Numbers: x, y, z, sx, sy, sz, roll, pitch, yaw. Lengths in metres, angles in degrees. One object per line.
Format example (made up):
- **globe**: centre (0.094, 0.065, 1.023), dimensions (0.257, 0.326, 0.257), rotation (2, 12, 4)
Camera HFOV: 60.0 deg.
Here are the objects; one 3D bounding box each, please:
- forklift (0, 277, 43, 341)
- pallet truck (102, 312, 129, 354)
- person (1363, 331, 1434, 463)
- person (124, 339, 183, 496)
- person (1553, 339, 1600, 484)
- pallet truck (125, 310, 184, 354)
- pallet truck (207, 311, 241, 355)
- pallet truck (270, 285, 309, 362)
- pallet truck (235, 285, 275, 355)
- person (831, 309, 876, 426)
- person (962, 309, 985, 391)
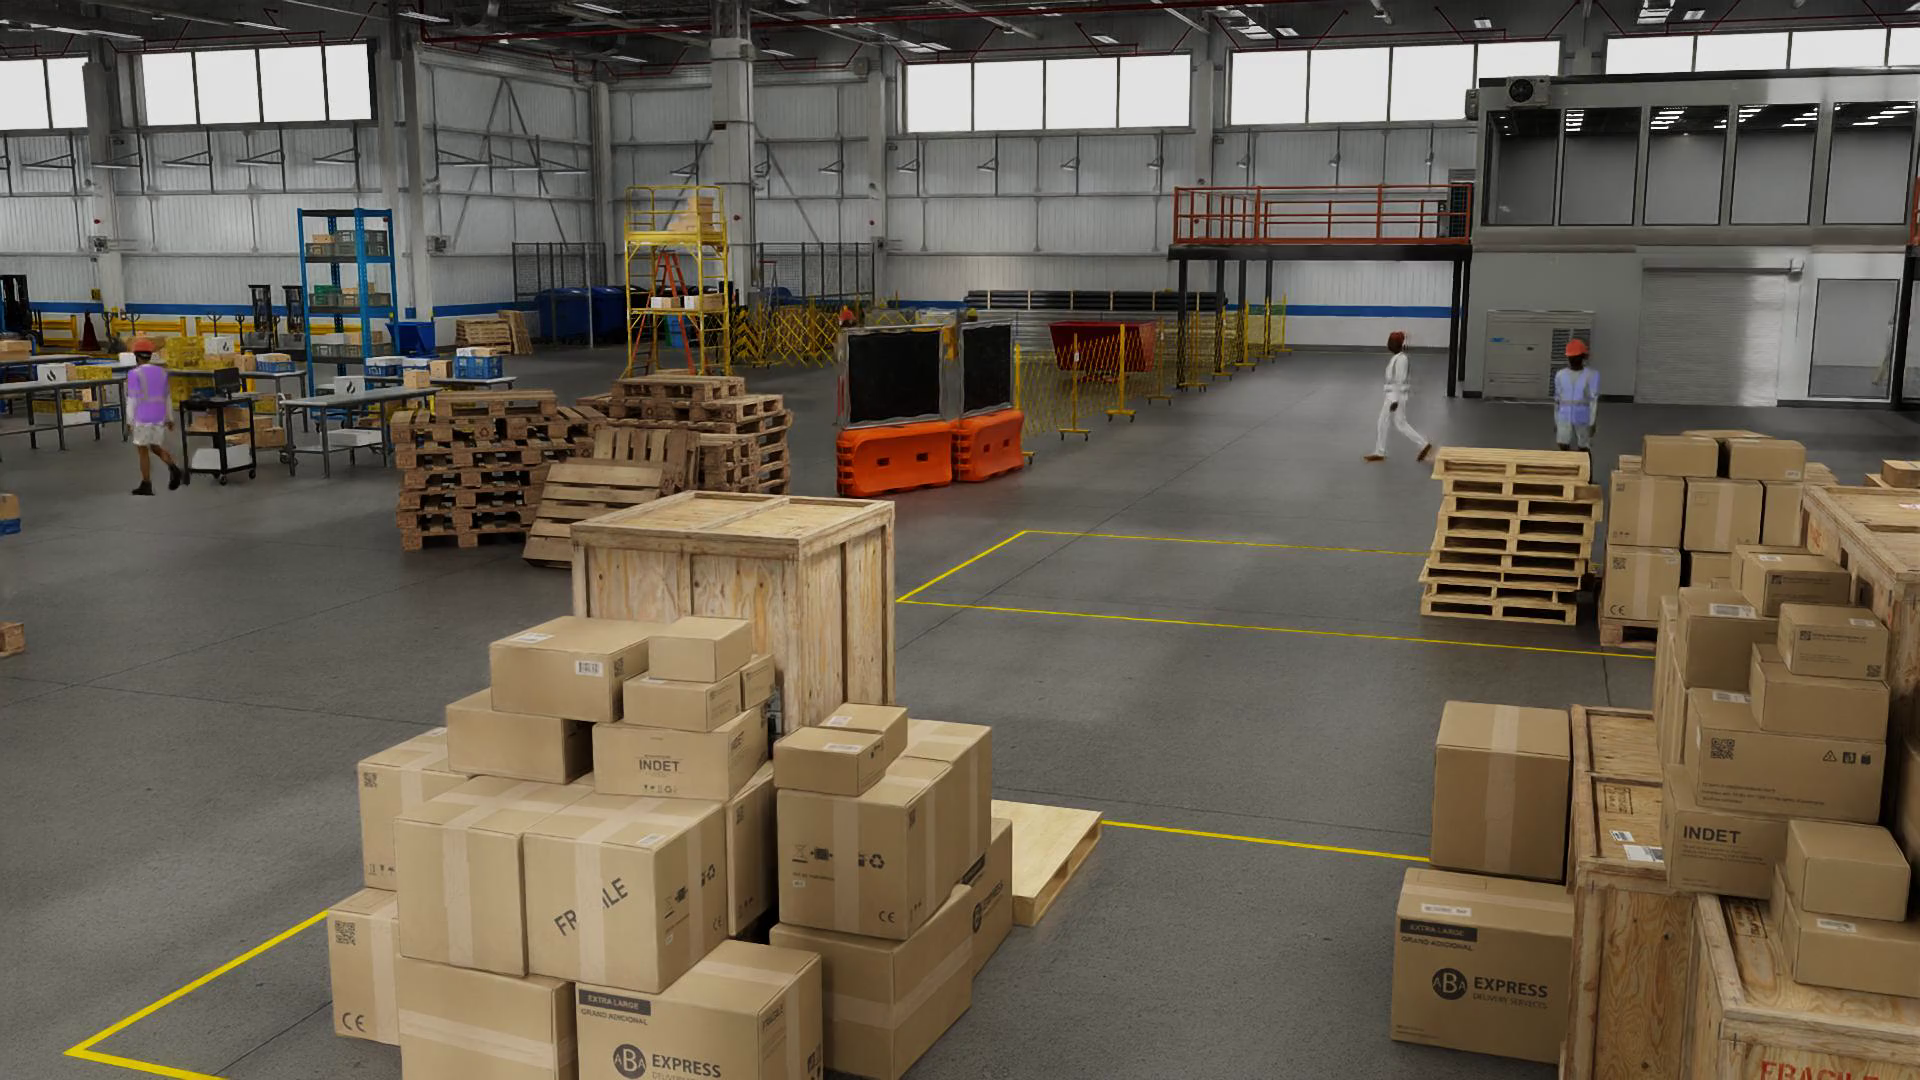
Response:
- **forklift**: centre (-27.151, -6.329, 46.328), dimensions (1.157, 1.987, 2.680), rotation (3, 11, 17)
- **pallet truck**: centre (-23.057, -5.777, 46.261), dimensions (0.680, 1.201, 1.601), rotation (3, 11, 19)
- **person**: centre (6.136, -1.978, 23.121), dimensions (0.875, 1.855, 0.576), rotation (0, 10, 0)
- **person**: centre (-9.801, -1.476, 20.153), dimensions (0.597, 1.908, 0.647), rotation (4, 11, 21)
- **person**: centre (7.458, -1.478, 20.122), dimensions (0.551, 1.914, 0.739), rotation (7, 12, 34)
- **pallet truck**: centre (-22.038, -5.665, 45.457), dimensions (0.704, 1.261, 1.522), rotation (3, 11, 17)
- **pallet truck**: centre (-19.537, -5.575, 44.913), dimensions (0.653, 1.274, 1.630), rotation (3, 11, 19)
- **pallet truck**: centre (-17.147, -5.700, 43.663), dimensions (0.823, 1.965, 1.885), rotation (3, 11, 17)
- **pallet truck**: centre (-18.327, -5.835, 44.421), dimensions (0.823, 1.965, 1.885), rotation (4, 11, 23)
- **person**: centre (-1.797, -2.908, 28.033), dimensions (0.607, 1.969, 0.888), rotation (8, 13, 38)
- **person**: centre (0.265, -3.968, 34.766), dimensions (0.503, 1.695, 0.916), rotation (3, 10, 14)
